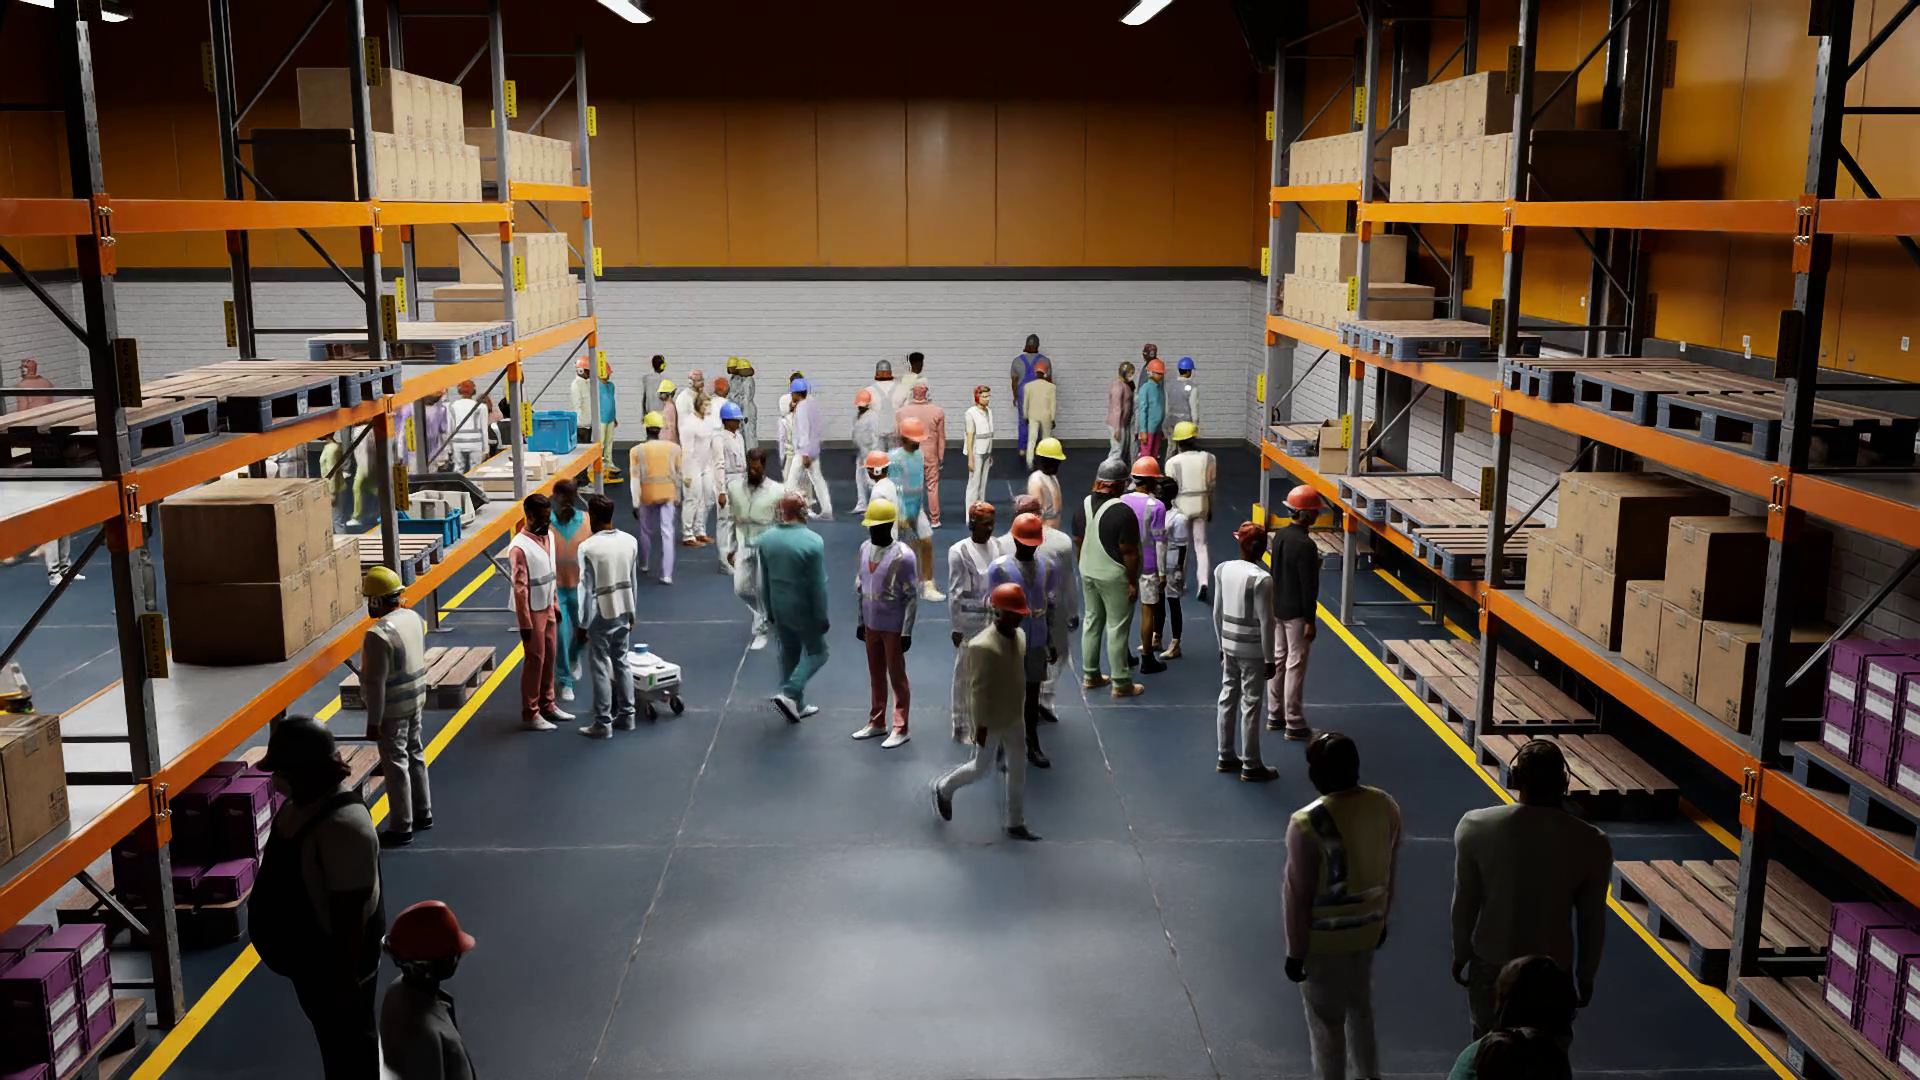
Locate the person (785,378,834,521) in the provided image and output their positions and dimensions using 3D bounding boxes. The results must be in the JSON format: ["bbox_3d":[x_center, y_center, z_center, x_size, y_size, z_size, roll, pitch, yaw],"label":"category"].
[{"bbox_3d":[-2.109,-1.176,21.909,0.979,1.892,0.623,2,11,9],"label":"person"}]

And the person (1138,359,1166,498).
[{"bbox_3d":[2.748,-1.585,23.702,0.394,1.990,0.618,7,13,33],"label":"person"}]

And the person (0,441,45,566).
[{"bbox_3d":[-10.957,-0.548,19.345,0.540,1.651,0.859,4,12,17],"label":"person"}]

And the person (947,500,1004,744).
[{"bbox_3d":[0.138,0.624,12.897,0.337,1.882,0.584,10,15,41],"label":"person"}]

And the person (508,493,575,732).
[{"bbox_3d":[-3.352,0.565,13.144,0.400,1.907,0.601,2,11,10],"label":"person"}]

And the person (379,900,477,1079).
[{"bbox_3d":[-1.842,2.096,5.841,0.339,1.752,0.564,-5,12,-24],"label":"person"}]

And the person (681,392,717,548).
[{"bbox_3d":[-3.176,-0.841,20.207,0.444,1.915,0.638,3,12,16],"label":"person"}]

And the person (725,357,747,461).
[{"bbox_3d":[-3.633,-2.099,26.940,0.319,1.737,0.486,-6,13,-28],"label":"person"}]

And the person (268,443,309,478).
[{"bbox_3d":[-7.967,-0.766,19.801,0.399,1.916,0.584,4,12,20],"label":"person"}]

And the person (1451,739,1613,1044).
[{"bbox_3d":[2.380,1.778,7.015,0.623,1.932,0.367,3,12,17],"label":"person"}]

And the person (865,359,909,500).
[{"bbox_3d":[-1.055,-1.523,23.267,0.676,2.000,0.536,-2,11,-10],"label":"person"}]

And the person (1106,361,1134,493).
[{"bbox_3d":[2.325,-1.647,24.195,0.387,1.928,0.631,3,12,15],"label":"person"}]

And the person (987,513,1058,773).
[{"bbox_3d":[0.470,0.743,12.191,0.543,1.928,0.372,-4,12,-21],"label":"person"}]

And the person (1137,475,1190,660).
[{"bbox_3d":[1.879,0.245,15.268,0.321,1.697,0.530,-7,13,-32],"label":"person"}]

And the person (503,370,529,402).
[{"bbox_3d":[-6.936,-1.880,26.083,0.507,1.631,0.266,6,13,29],"label":"person"}]

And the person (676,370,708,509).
[{"bbox_3d":[-3.623,-1.397,22.978,0.403,1.906,0.651,6,13,27],"label":"person"}]

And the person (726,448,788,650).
[{"bbox_3d":[-1.899,0.065,15.646,0.615,1.904,0.490,3,12,14],"label":"person"}]

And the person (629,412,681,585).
[{"bbox_3d":[-3.379,-0.482,18.471,0.597,1.870,0.995,-4,12,-21],"label":"person"}]

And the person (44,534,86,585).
[{"bbox_3d":[-9.898,-0.377,18.271,0.295,1.744,0.484,0,11,0],"label":"person"}]

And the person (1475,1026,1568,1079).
[{"bbox_3d":[1.560,2.264,4.782,0.429,1.845,0.621,-2,11,-10],"label":"person"}]

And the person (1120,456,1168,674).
[{"bbox_3d":[1.621,0.218,14.806,0.551,1.933,0.368,10,15,40],"label":"person"}]

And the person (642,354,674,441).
[{"bbox_3d":[-4.680,-1.979,26.040,0.551,1.848,0.587,4,12,21],"label":"person"}]

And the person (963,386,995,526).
[{"bbox_3d":[0.239,-1.091,21.593,0.372,1.843,0.570,6,13,27],"label":"person"}]

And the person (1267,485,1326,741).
[{"bbox_3d":[2.623,0.556,12.958,0.391,1.995,0.613,-3,12,-15],"label":"person"}]

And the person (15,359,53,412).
[{"bbox_3d":[-13.702,-1.722,24.609,0.398,1.905,0.683,3,12,13],"label":"person"}]

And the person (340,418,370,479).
[{"bbox_3d":[-9.264,-1.869,25.287,0.587,1.928,0.381,1,11,6],"label":"person"}]

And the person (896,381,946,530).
[{"bbox_3d":[-0.507,-1.083,21.397,0.642,1.910,0.401,0,11,-2],"label":"person"}]

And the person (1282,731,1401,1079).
[{"bbox_3d":[1.686,1.751,7.399,0.653,1.832,0.476,-8,14,-35],"label":"person"}]

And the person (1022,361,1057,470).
[{"bbox_3d":[1.248,-1.964,26.295,0.571,1.719,0.865,4,12,18],"label":"person"}]

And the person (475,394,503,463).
[{"bbox_3d":[-6.487,-1.205,22.810,0.530,1.587,0.699,2,11,9],"label":"person"}]

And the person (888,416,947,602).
[{"bbox_3d":[-0.624,-0.335,17.495,0.921,1.988,0.618,8,14,35],"label":"person"}]

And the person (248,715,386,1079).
[{"bbox_3d":[-2.732,1.706,7.080,0.536,2.000,0.683,-9,14,-38],"label":"person"}]
